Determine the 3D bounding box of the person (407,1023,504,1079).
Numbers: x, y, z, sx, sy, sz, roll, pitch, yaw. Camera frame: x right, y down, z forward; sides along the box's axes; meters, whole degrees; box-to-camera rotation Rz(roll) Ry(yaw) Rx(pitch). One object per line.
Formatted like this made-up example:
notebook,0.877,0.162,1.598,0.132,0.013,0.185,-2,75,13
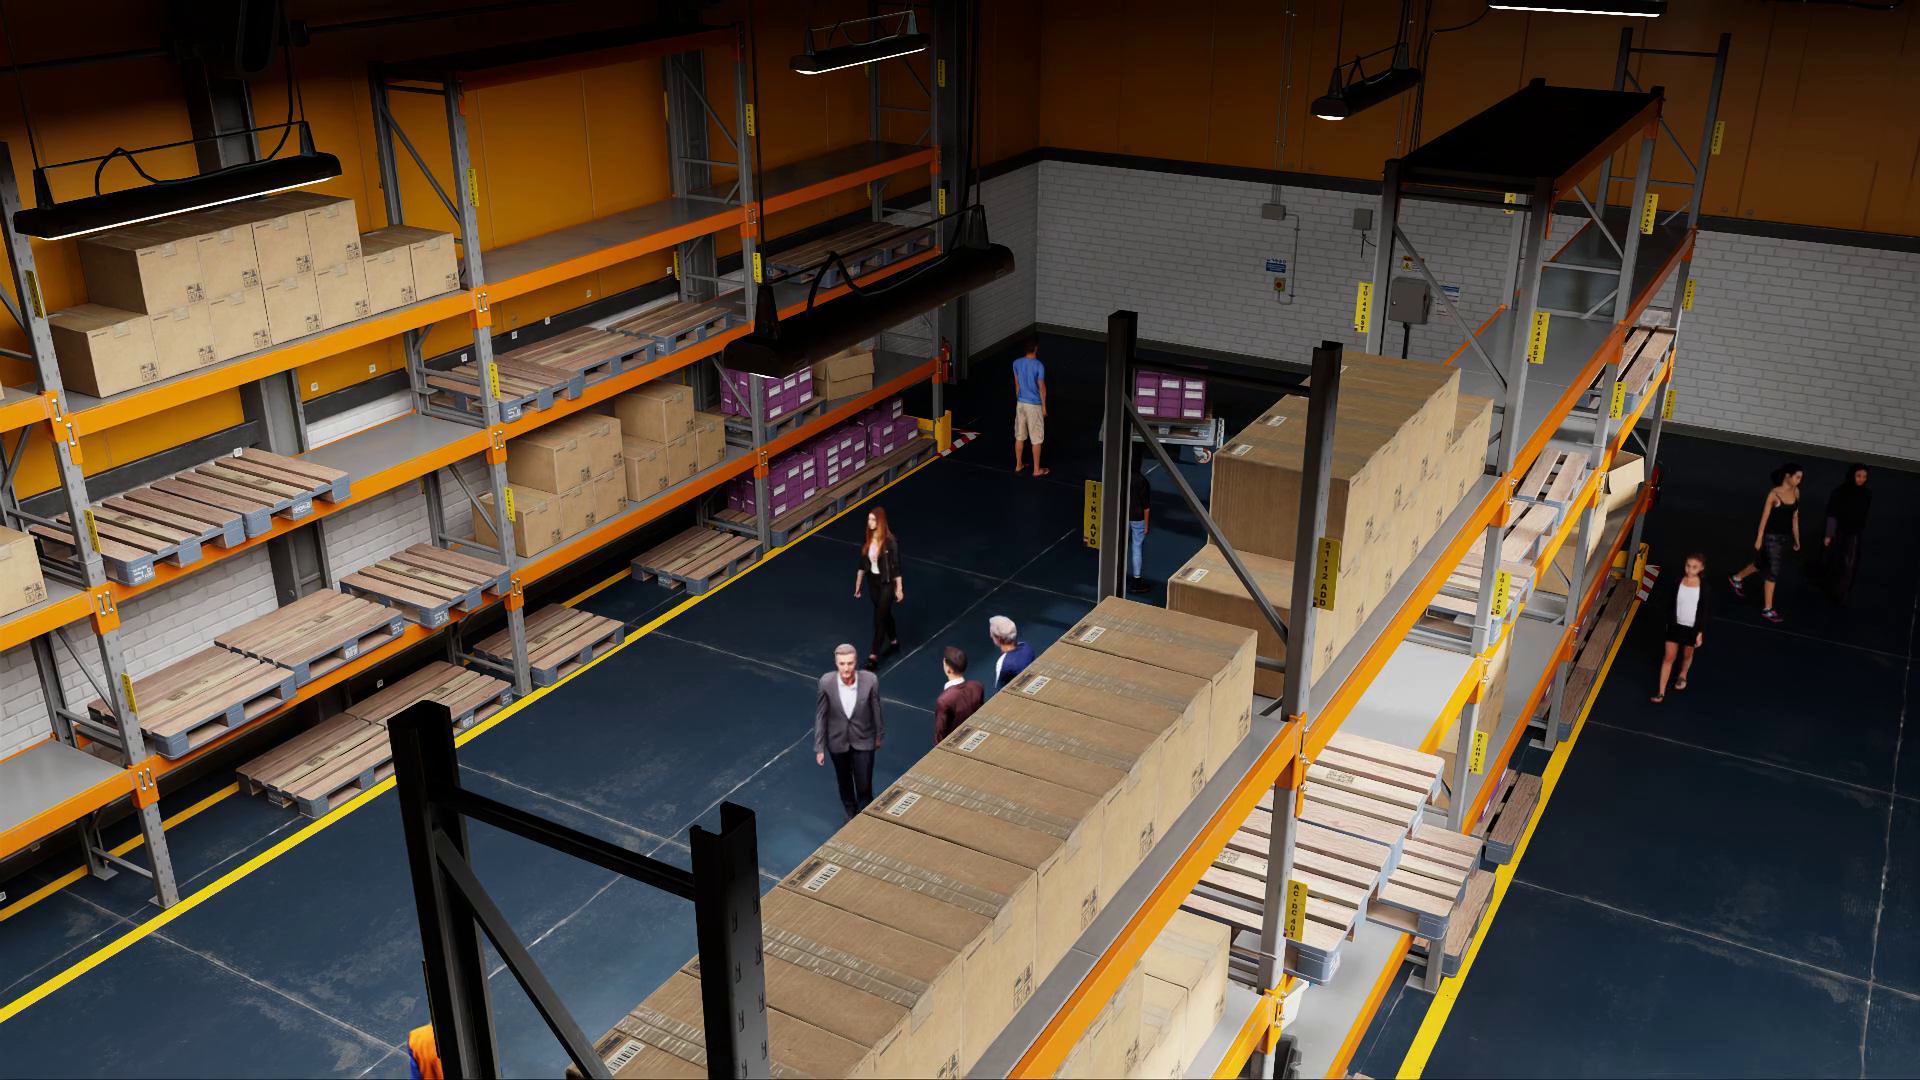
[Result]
person,-2.947,3.371,9.860,0.790,1.863,0.808,-1,24,-3

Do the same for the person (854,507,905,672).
person,-0.722,0.434,16.799,0.738,1.687,1.005,19,30,36

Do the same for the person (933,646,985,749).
person,-0.017,1.743,13.590,0.804,1.858,0.630,21,31,40

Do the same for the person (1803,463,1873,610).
person,9.615,-0.104,18.150,0.863,1.590,1.113,3,24,6

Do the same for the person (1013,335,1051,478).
person,0.909,-1.752,21.578,0.667,1.865,0.591,16,28,33

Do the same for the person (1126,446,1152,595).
person,1.894,-0.229,18.297,0.607,1.702,0.588,19,30,37

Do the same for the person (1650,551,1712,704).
person,7.065,0.816,16.133,0.617,1.520,1.055,16,28,33

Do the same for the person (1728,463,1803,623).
person,8.690,-0.047,17.895,1.075,1.691,1.018,-10,26,-22

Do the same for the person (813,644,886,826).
person,-0.917,1.644,13.882,1.106,1.806,1.260,-1,24,-2

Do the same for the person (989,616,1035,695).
person,0.560,1.503,14.212,0.738,1.801,0.610,16,28,33
